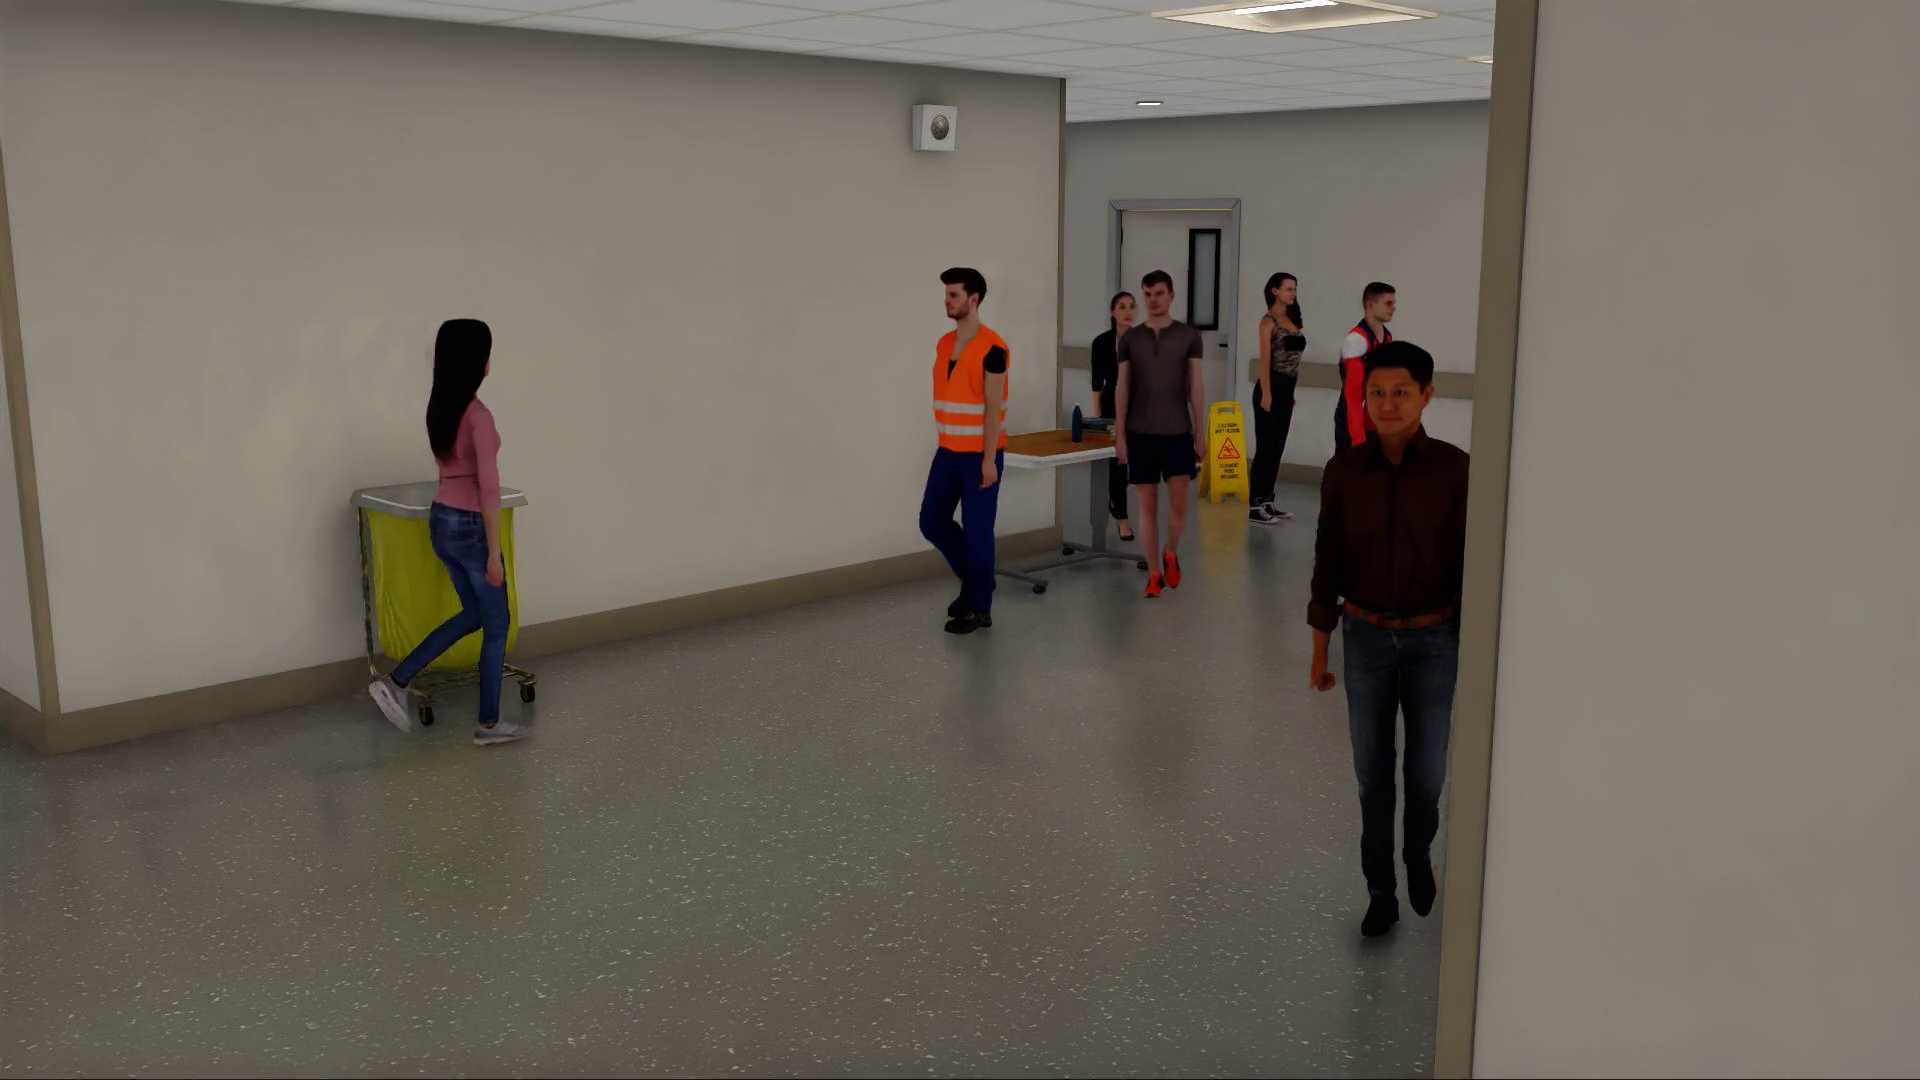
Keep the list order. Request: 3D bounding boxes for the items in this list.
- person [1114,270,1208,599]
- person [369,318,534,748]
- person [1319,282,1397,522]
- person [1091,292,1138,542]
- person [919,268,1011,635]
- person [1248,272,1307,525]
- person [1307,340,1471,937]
[{"bbox_3d":[1.147,-0.599,9.442,0.805,1.842,0.885,2,11,11],"label":"person"},{"bbox_3d":[-2.041,-0.001,6.600,0.664,1.726,0.814,-9,14,-39],"label":"person"},{"bbox_3d":[2.402,-0.686,10.207,0.694,1.727,0.983,-9,14,-40],"label":"person"},{"bbox_3d":[1.104,-0.830,11.220,0.960,1.633,1.119,-2,11,-10],"label":"person"},{"bbox_3d":[0.111,-0.460,8.629,0.727,1.872,0.613,-10,15,-43],"label":"person"},{"bbox_3d":[2.236,-1.017,11.838,0.581,1.769,0.630,8,13,37],"label":"person"},{"bbox_3d":[1.317,0.294,4.934,0.728,1.768,0.843,5,12,23],"label":"person"}]
